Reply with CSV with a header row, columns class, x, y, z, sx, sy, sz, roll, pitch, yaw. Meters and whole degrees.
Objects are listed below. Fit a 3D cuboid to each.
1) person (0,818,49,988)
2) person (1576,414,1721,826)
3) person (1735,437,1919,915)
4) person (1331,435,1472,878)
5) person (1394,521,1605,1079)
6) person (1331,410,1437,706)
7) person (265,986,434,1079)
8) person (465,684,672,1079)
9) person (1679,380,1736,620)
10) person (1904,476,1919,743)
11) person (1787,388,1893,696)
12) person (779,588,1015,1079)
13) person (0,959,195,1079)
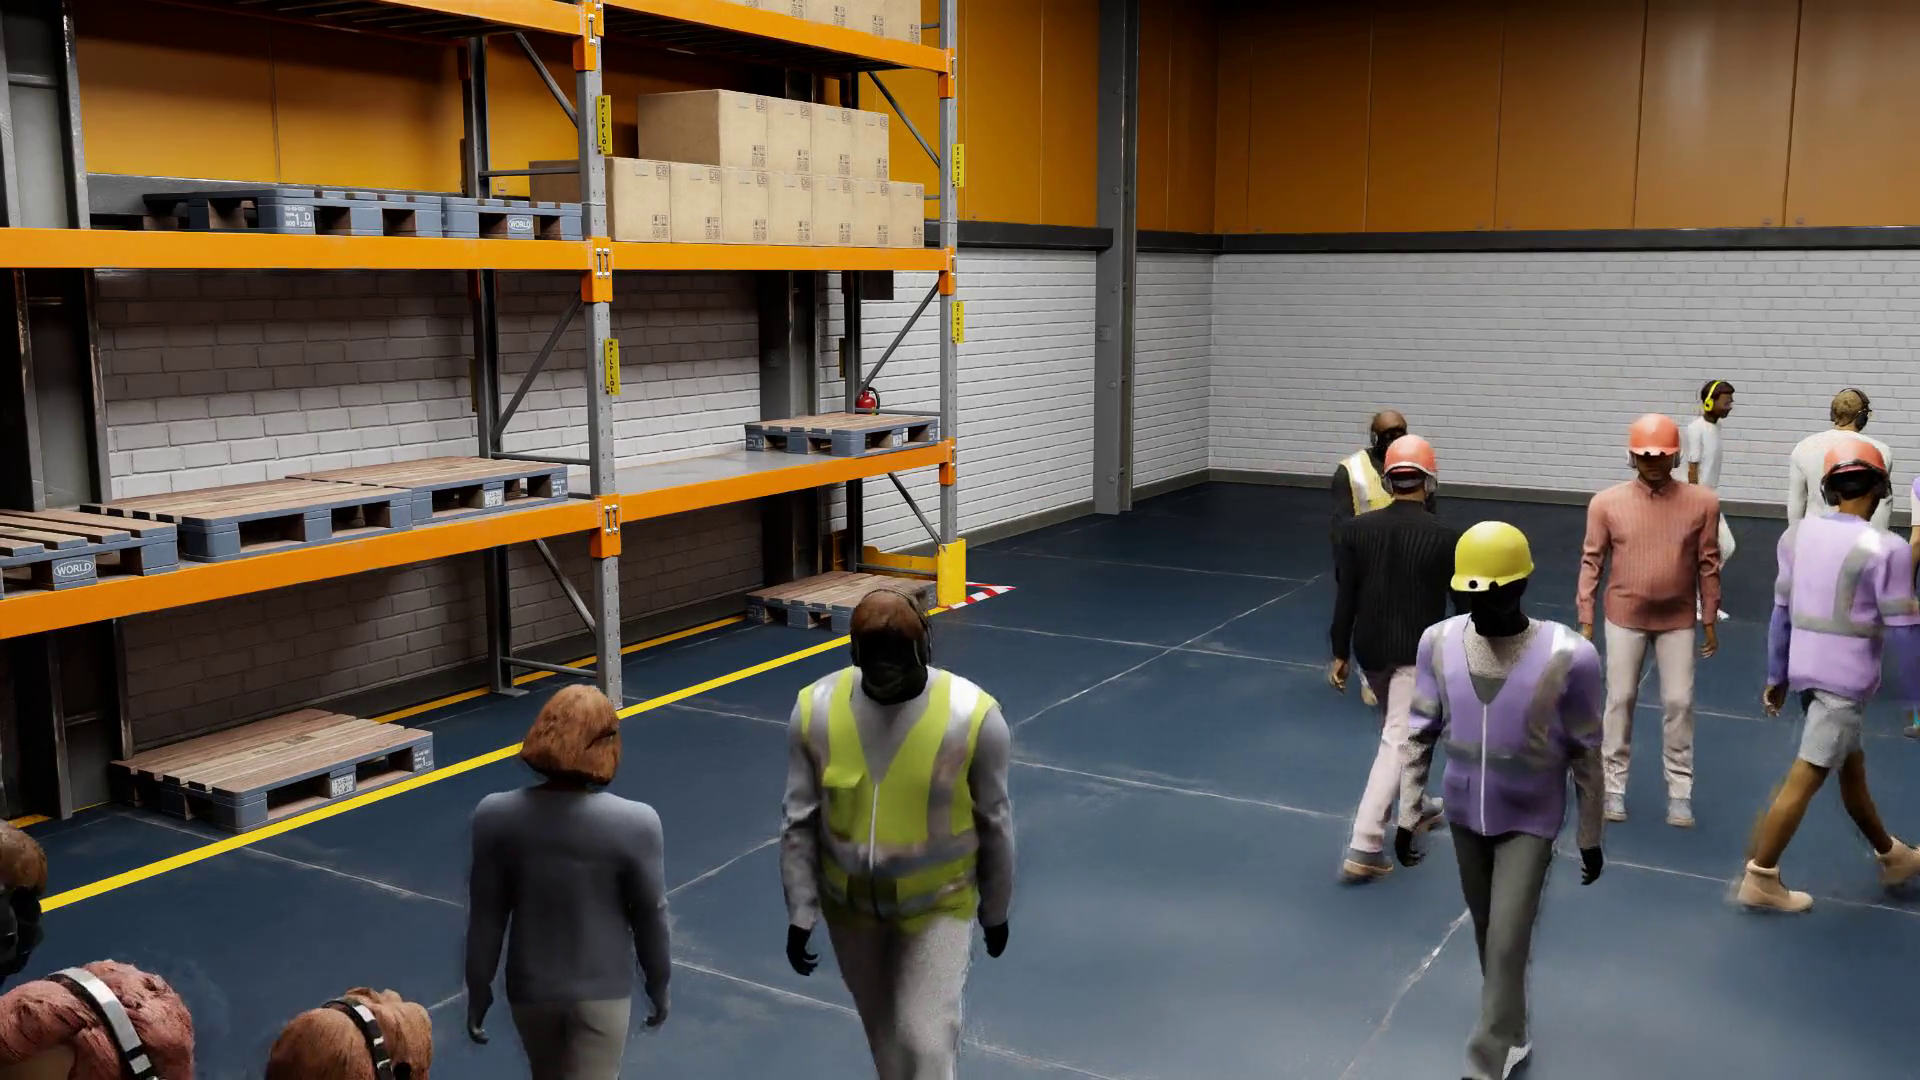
class,x,y,z,sx,sy,sz,roll,pitch,yaw
person,-1.643,1.343,2.632,0.622,1.802,0.948,3,10,20
person,3.319,0.379,8.050,0.648,1.982,0.414,3,9,16
person,3.712,0.572,6.869,1.063,1.958,0.649,-2,9,-10
person,1.996,0.500,7.478,0.634,1.934,1.082,8,12,42
person,1.624,0.884,5.191,0.599,1.878,0.935,9,12,43
person,2.576,0.133,10.056,0.661,1.824,0.595,0,9,2
person,-0.891,1.450,2.531,0.525,1.600,0.807,4,10,25
person,-0.993,1.151,4.408,0.511,1.589,0.806,1,9,6
person,5.672,-0.287,12.613,0.554,1.840,0.578,-9,12,-43
person,5.579,0.249,9.272,0.564,1.846,0.390,3,10,20
person,5.500,0.018,10.425,0.376,1.940,0.627,-6,11,-32
person,-0.204,1.034,4.499,0.625,1.806,0.857,3,9,16
person,-0.954,1.406,1.952,0.650,1.884,0.625,7,11,36
